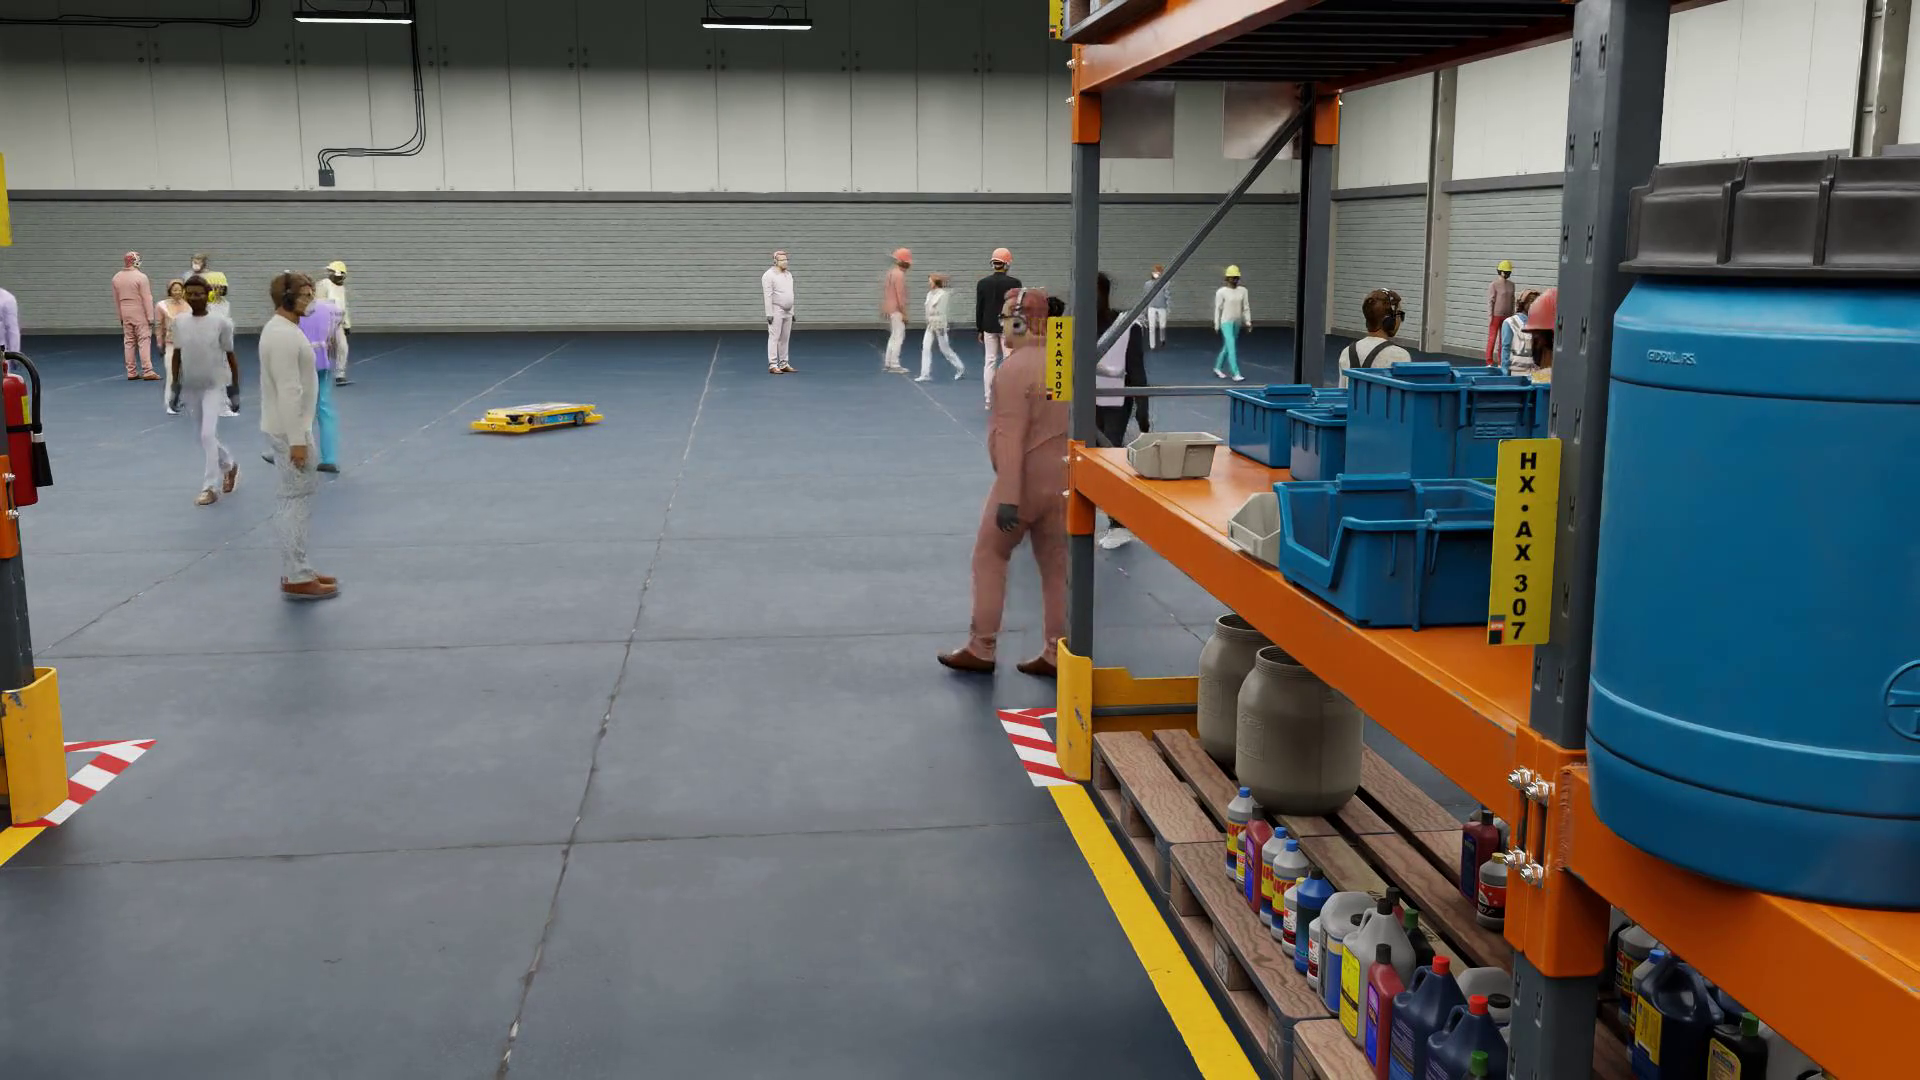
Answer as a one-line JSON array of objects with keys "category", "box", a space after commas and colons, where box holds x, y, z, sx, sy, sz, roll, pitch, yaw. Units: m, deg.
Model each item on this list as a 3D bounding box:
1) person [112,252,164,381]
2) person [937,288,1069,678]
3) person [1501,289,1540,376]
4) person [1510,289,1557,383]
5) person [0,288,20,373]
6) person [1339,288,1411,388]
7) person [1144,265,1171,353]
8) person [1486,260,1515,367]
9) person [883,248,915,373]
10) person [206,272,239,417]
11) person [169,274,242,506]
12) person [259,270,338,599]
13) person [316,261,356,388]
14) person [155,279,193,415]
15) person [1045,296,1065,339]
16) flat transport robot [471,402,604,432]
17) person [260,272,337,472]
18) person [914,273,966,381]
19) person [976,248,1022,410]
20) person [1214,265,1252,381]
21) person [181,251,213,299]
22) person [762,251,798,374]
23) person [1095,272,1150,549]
[{"category": "person", "box": [-12.251, -3.326, 24.774, 0.638, 1.910, 0.407, 3, 11, 18]}, {"category": "person", "box": [0.229, -0.269, 8.067, 0.783, 1.882, 0.673, 7, 13, 34]}, {"category": "person", "box": [5.358, -1.566, 15.851, 0.514, 1.642, 0.310, -4, 11, -22]}, {"category": "person", "box": [2.378, -0.050, 6.768, 0.579, 1.923, 0.487, -1, 10, -7]}, {"category": "person", "box": [-10.131, -1.953, 17.275, 0.676, 1.891, 0.432, -3, 11, -14]}, {"category": "person", "box": [2.347, -0.486, 9.372, 0.345, 1.846, 0.508, -7, 13, -34]}, {"category": "person", "box": [3.659, -4.289, 30.844, 0.509, 1.613, 0.546, 2, 11, 11]}, {"category": "person", "box": [8.630, -3.565, 26.496, 0.520, 1.761, 0.333, -5, 11, -26]}, {"category": "person", "box": [-0.974, -3.605, 26.198, 0.491, 1.948, 0.759, -2, 10, -9]}, {"category": "person", "box": [-8.876, -2.322, 19.760, 0.526, 1.718, 0.499, 5, 11, 24]}, {"category": "person", "box": [-6.099, -1.241, 13.524, 0.501, 1.845, 0.877, 1, 10, 3]}, {"category": "person", "box": [-3.955, -0.623, 9.870, 0.355, 1.939, 0.636, -4, 11, -21]}, {"category": "person", "box": [-8.935, -3.060, 23.645, 0.566, 1.783, 0.624, 2, 11, 10]}, {"category": "person", "box": [-9.435, -2.338, 20.118, 0.521, 1.625, 0.373, -9, 14, -41]}, {"category": "person", "box": [0.660, -0.950, 12.323, 0.535, 1.697, 0.318, 3, 11, 14]}, {"category": "flat transport robot", "box": [-4.718, -1.387, 18.627, 0.652, 0.197, 1.431, 5, 12, 28]}, {"category": "person", "box": [-6.041, -1.531, 15.198, 0.920, 1.799, 0.601, 7, 12, 32]}, {"category": "person", "box": [-0.288, -3.155, 24.652, 0.770, 1.614, 0.522, -6, 12, -31]}, {"category": "person", "box": [0.500, -2.597, 20.535, 0.613, 1.995, 0.390, 4, 11, 22]}, {"category": "person", "box": [4.044, -3.251, 24.901, 0.522, 1.720, 0.939, -5, 11, -26]}, {"category": "person", "box": [-11.513, -3.437, 25.358, 0.657, 1.916, 0.682, 2, 11, 13]}, {"category": "person", "box": [-2.798, -3.555, 26.033, 0.409, 1.908, 0.647, 6, 12, 31]}, {"category": "person", "box": [0.980, -0.883, 11.418, 0.590, 1.890, 0.627, -10, 14, -43]}]
